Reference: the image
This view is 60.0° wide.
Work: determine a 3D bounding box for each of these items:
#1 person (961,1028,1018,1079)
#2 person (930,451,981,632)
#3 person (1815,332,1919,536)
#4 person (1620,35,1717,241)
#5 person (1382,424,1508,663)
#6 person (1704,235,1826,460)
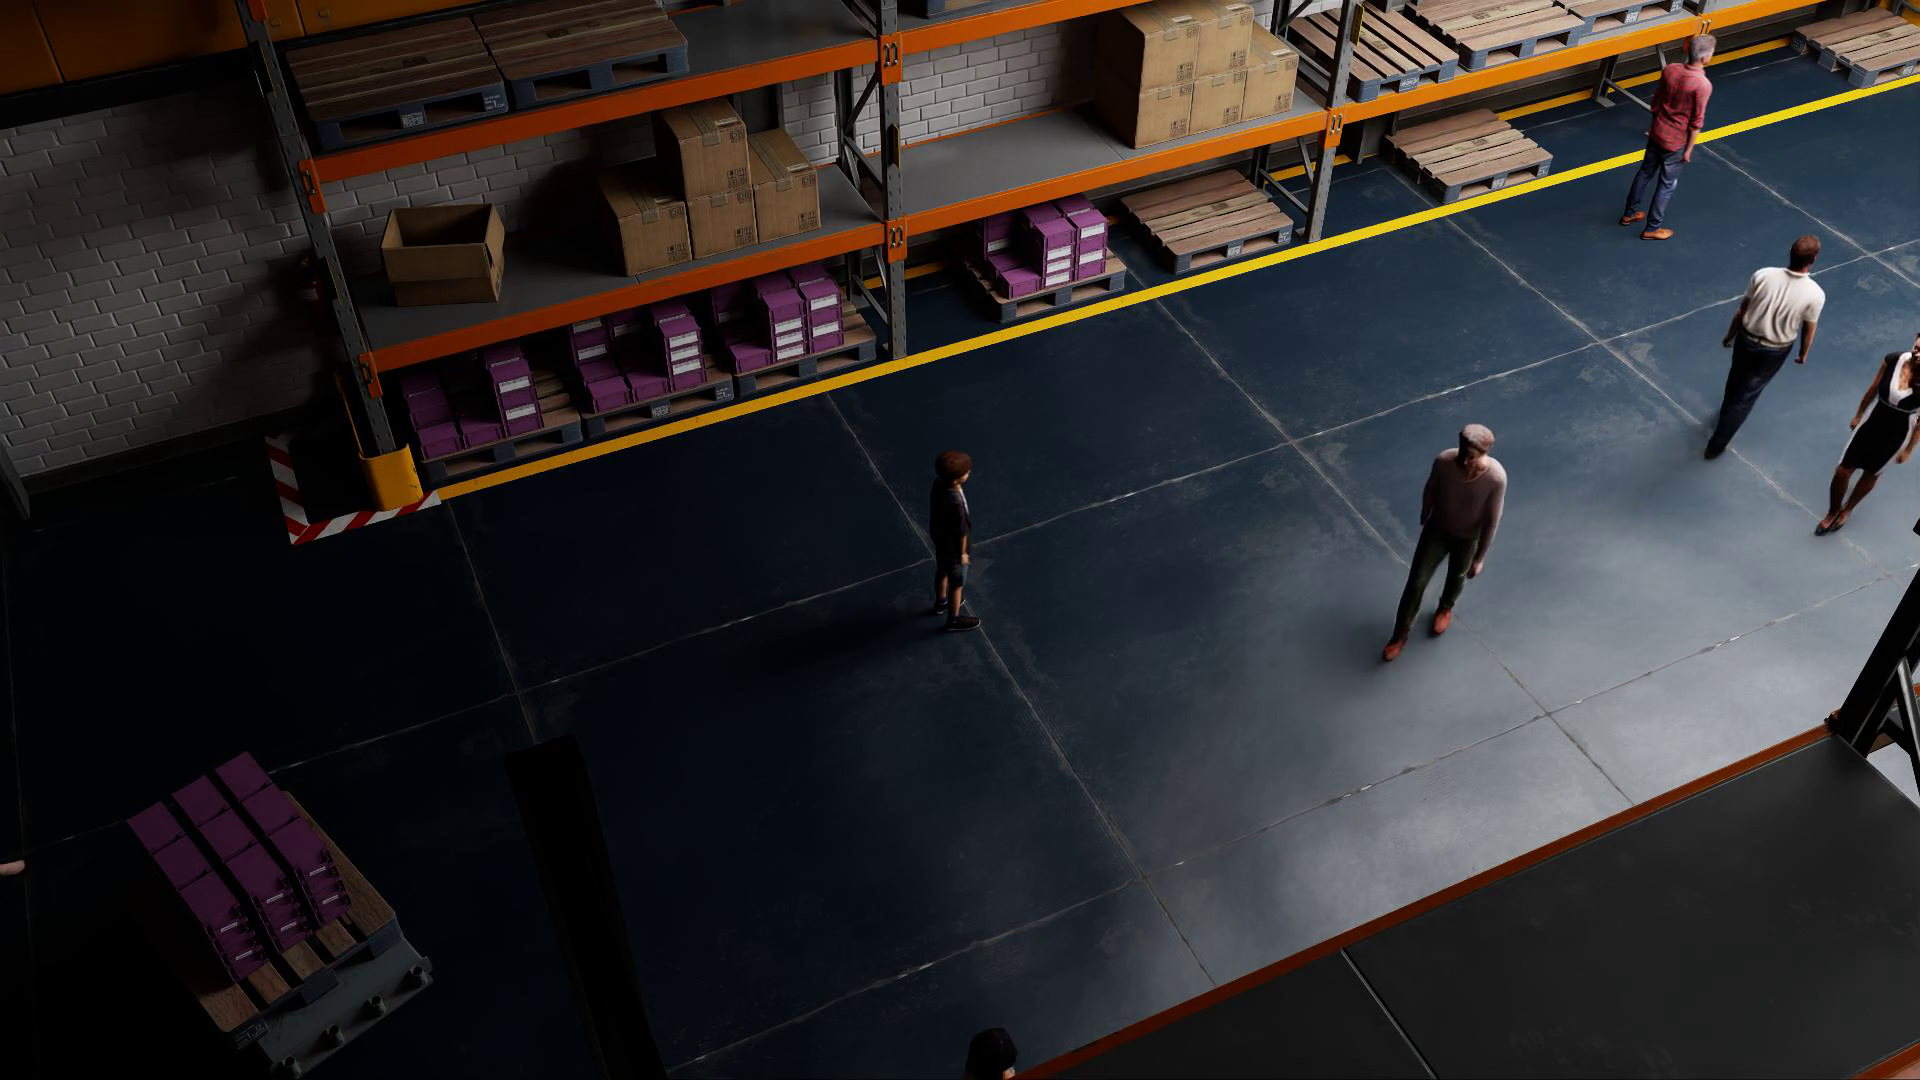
[{"bbox_3d":[0.243,2.773,7.927,0.988,1.524,0.594,-16,46,-16],"label":"person"},{"bbox_3d":[-0.052,-0.006,10.901,0.501,1.446,0.529,-16,46,-16],"label":"person"},{"bbox_3d":[6.389,-0.760,11.446,0.704,1.786,0.736,34,53,30],"label":"person"},{"bbox_3d":[6.093,-3.462,14.250,0.538,1.830,0.679,-16,46,-16],"label":"person"},{"bbox_3d":[3.234,-0.098,10.718,1.002,1.831,1.113,20,47,20],"label":"person"},{"bbox_3d":[5.752,-1.344,12.026,0.947,1.832,1.131,31,52,29],"label":"person"}]
